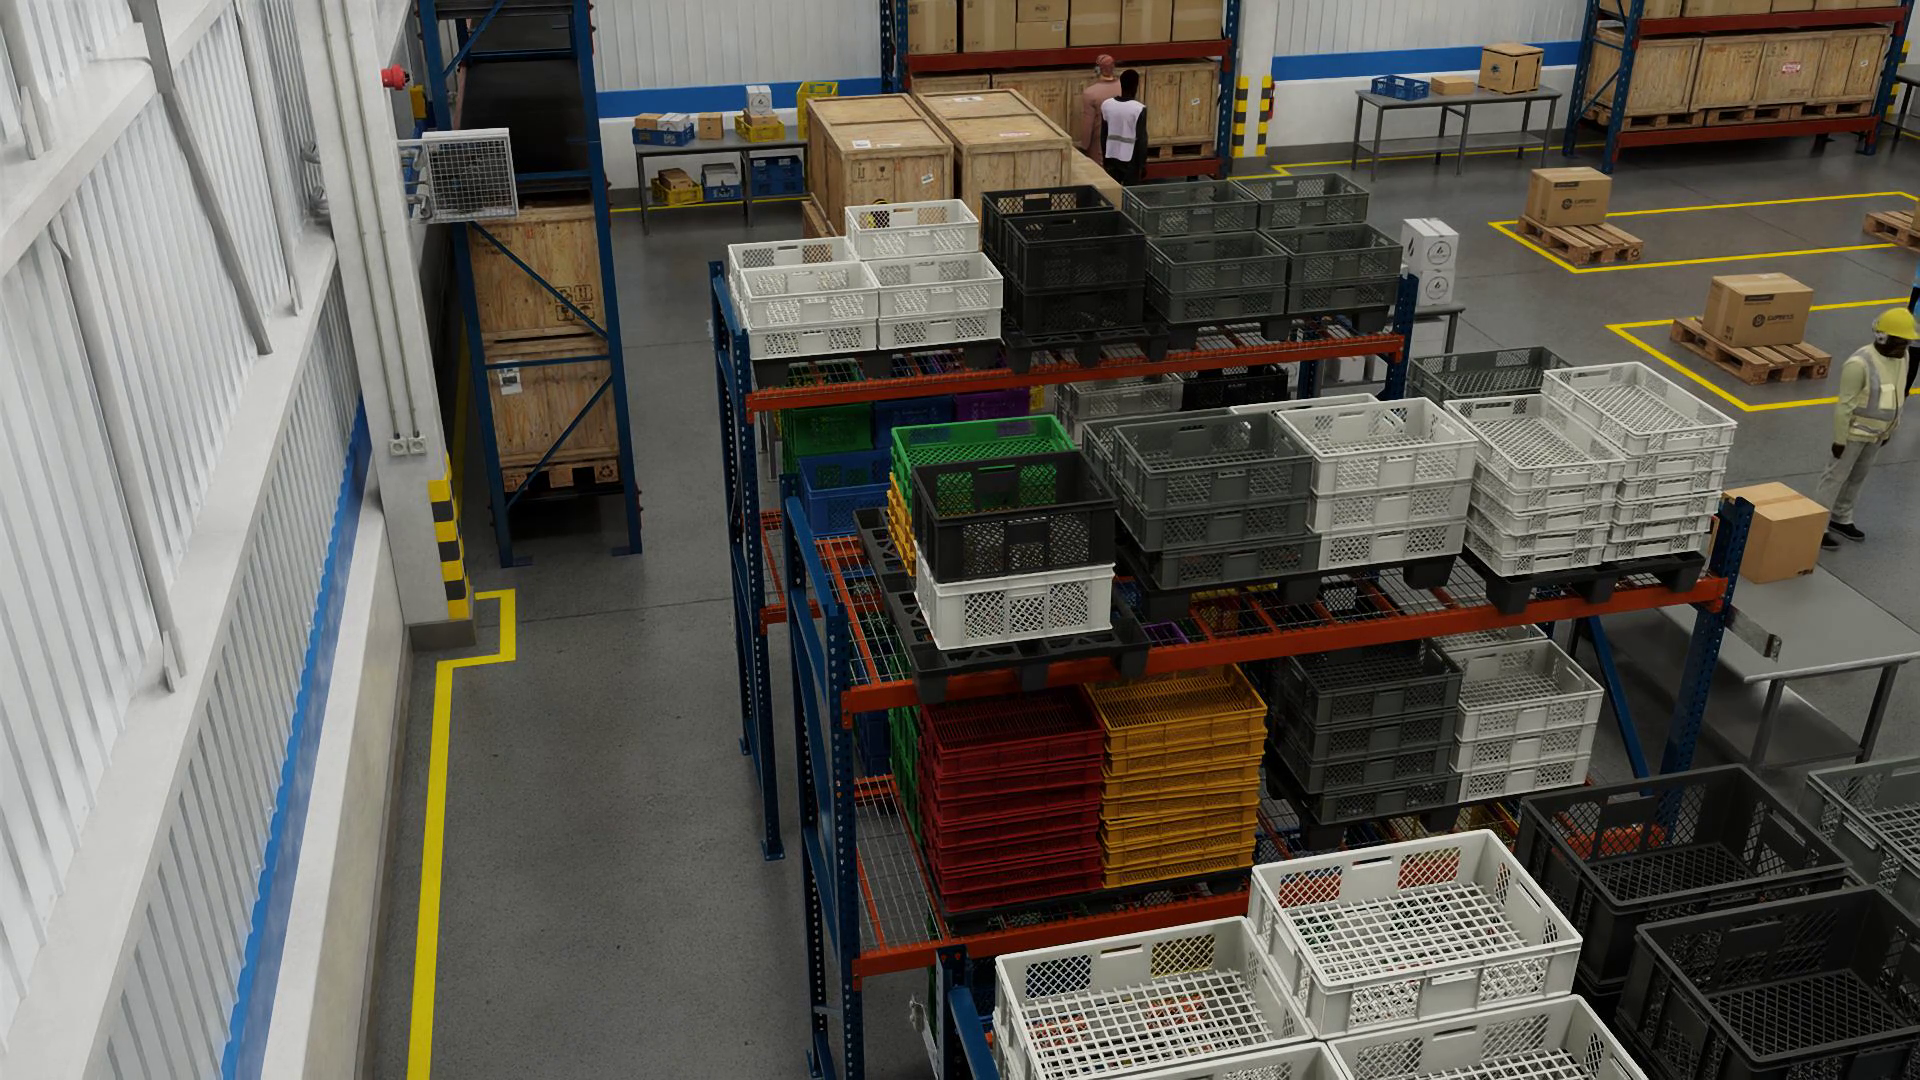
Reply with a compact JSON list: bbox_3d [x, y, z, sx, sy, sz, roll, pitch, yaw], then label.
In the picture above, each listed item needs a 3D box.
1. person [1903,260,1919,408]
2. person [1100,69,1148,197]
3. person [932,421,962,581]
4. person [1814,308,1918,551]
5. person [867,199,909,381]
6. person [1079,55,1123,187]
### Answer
[{"bbox_3d":[8.301,-1.901,14.103,0.538,1.694,0.319,11,30,20],"label":"person"},{"bbox_3d":[1.784,-4.154,18.150,0.587,1.914,0.392,21,34,35],"label":"person"},{"bbox_3d":[-0.147,-0.128,10.548,0.394,1.881,0.602,-14,31,-24],"label":"person"},{"bbox_3d":[6.457,-0.798,11.880,0.596,1.826,0.403,-14,31,-24],"label":"person"},{"bbox_3d":[-0.641,-1.941,13.999,0.534,1.868,0.309,-14,31,-24],"label":"person"},{"bbox_3d":[1.623,-4.534,18.887,0.637,1.901,0.403,-15,31,-26],"label":"person"}]
